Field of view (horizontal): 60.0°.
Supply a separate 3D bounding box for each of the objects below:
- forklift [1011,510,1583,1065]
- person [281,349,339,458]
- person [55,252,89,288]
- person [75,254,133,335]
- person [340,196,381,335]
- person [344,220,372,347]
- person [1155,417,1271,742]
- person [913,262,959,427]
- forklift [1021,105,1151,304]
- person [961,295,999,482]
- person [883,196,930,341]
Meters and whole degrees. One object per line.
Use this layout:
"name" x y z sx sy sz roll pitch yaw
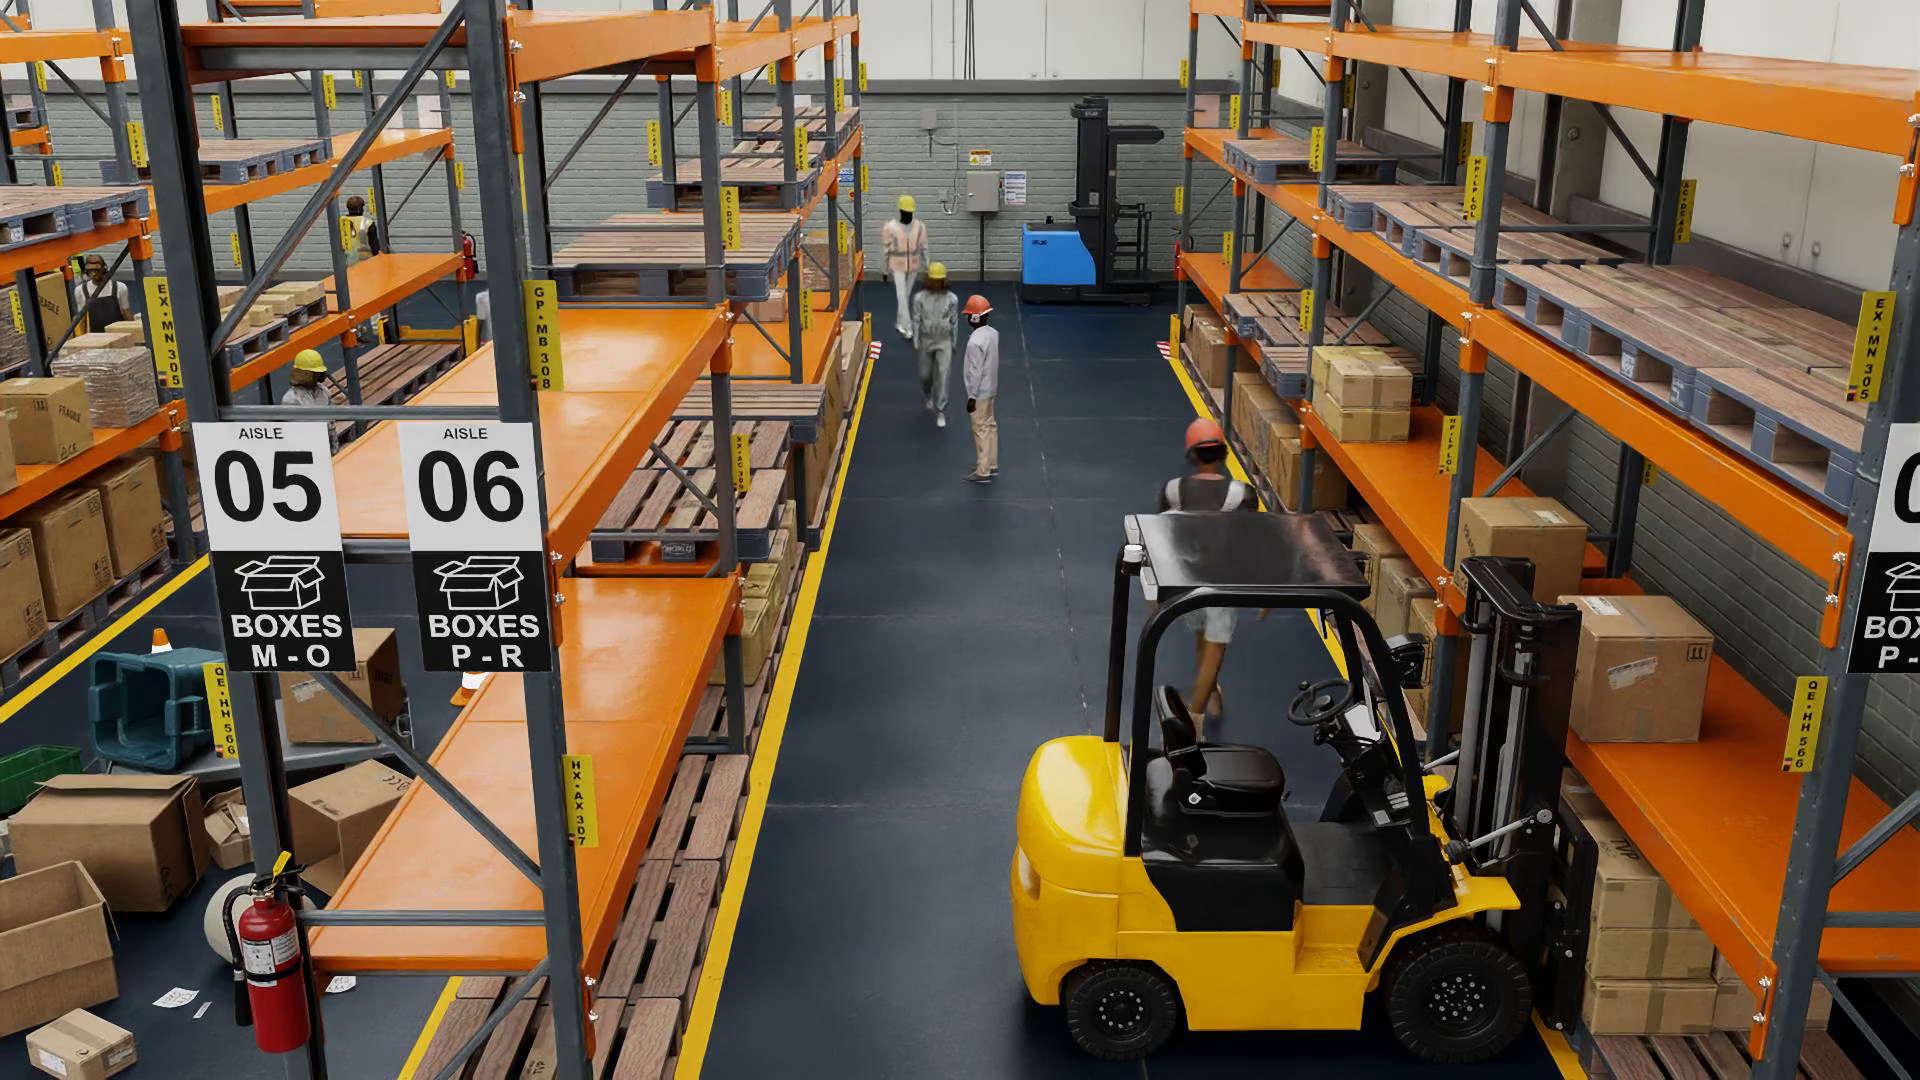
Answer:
"forklift" 1.387 1.055 7.378 2.313 2.155 1.214 0 18 0
"person" -5.152 -0.673 13.334 0.322 1.734 0.489 8 20 22
"person" -11.762 -3.529 22.014 0.539 1.698 0.318 7 20 21
"person" -8.919 -2.083 17.438 0.509 1.838 0.357 -7 19 -19
"person" -7.970 -3.650 22.155 0.626 1.843 0.430 4 19 11
"person" -7.864 -3.323 21.488 0.283 1.636 0.500 0 18 1
"person" 1.494 0.278 10.069 0.712 1.982 1.014 9 20 26
"person" -0.258 -2.119 17.709 0.491 1.722 0.715 0 18 -1
"forklift" 1.857 -4.944 24.441 1.873 2.768 1.129 0 18 0
"person" 0.172 -1.412 15.528 0.343 1.749 0.573 6 19 18
"person" -0.696 -3.592 21.943 0.607 1.868 1.036 -7 20 -21
